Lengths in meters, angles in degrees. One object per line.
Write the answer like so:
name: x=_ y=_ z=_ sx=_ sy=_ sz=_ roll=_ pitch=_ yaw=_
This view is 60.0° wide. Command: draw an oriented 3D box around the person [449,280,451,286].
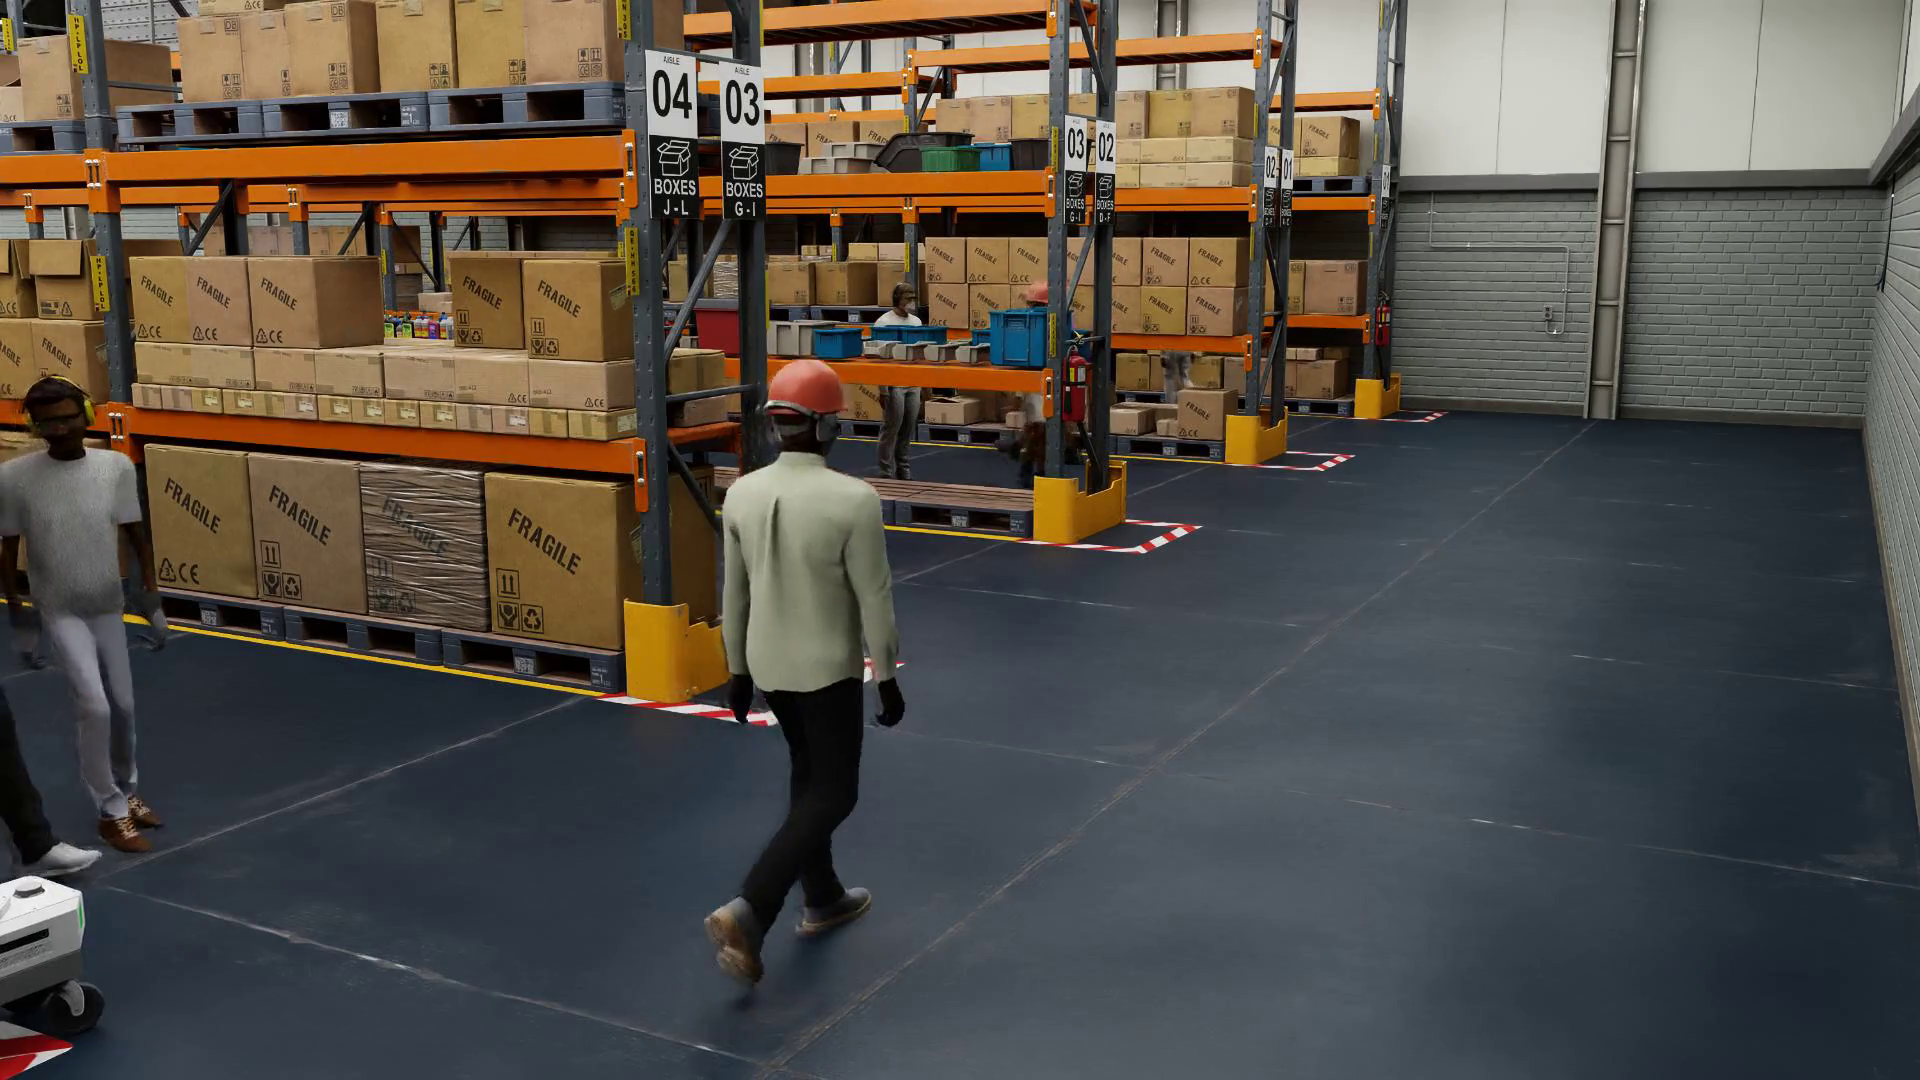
person: x=-7.754 y=-3.237 z=25.799 sx=0.464 sy=1.752 sz=0.527 roll=4 pitch=11 yaw=22

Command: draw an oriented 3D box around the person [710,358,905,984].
person: x=-0.536 y=0.410 z=5.319 sx=0.620 sy=1.967 sz=0.824 roll=8 pitch=13 yaw=36

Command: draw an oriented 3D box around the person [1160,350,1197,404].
person: x=2.718 y=-2.324 z=20.493 sx=0.596 sy=1.869 sz=0.638 roll=-6 pitch=12 yaw=-28

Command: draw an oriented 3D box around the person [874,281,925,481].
person: x=-0.545 y=-1.381 z=15.157 sx=0.354 sy=1.936 sz=0.635 roll=7 pitch=13 yaw=34

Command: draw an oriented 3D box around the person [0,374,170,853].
person: x=-3.317 y=0.285 z=6.337 sx=0.435 sy=1.837 sz=0.531 roll=8 pitch=13 yaw=36

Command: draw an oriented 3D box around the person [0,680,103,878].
person: x=-3.559 y=0.352 z=5.863 sx=0.932 sy=1.872 sz=0.640 roll=2 pitch=11 yaw=11

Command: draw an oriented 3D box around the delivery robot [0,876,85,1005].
delivery robot: x=-2.884 y=1.179 z=4.716 sx=0.477 sy=0.478 sz=0.707 roll=6 pitch=12 yaw=31

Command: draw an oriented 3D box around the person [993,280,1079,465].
person: x=0.799 y=-1.717 z=17.124 sx=0.994 sy=1.881 sz=0.573 roll=4 pitch=11 yaw=20

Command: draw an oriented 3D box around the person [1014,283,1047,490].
person: x=0.765 y=-1.370 z=15.128 sx=0.577 sy=1.924 sz=0.399 roll=-7 pitch=13 yaw=-35
